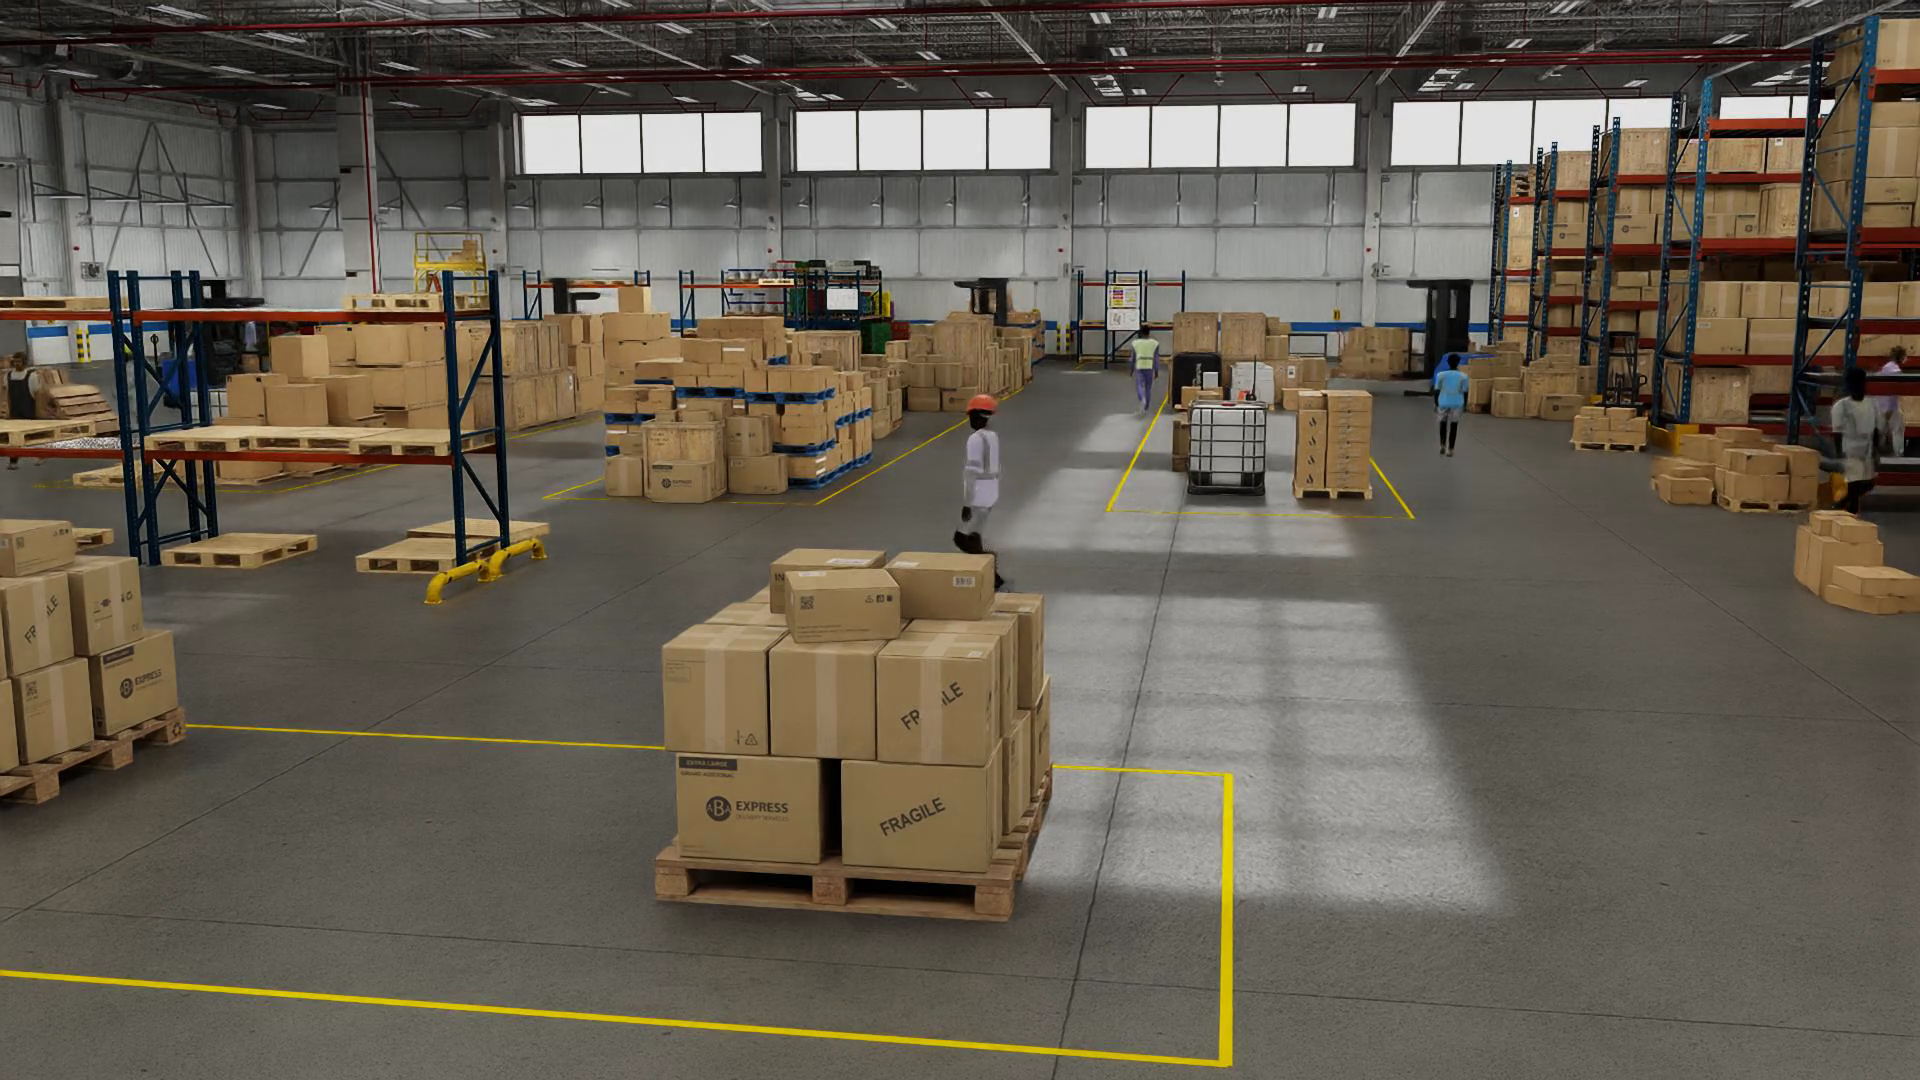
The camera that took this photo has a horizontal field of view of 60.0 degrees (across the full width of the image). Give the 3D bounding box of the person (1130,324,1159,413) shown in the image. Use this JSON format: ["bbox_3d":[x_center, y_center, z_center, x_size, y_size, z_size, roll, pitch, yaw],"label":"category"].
[{"bbox_3d":[3.930,-3.627,35.294,0.615,1.897,0.520,0,9,1],"label":"person"}]

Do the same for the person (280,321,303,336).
[{"bbox_3d":[-14.944,-3.980,37.412,0.666,1.912,0.748,-2,9,-11],"label":"person"}]

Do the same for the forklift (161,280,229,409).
[{"bbox_3d":[-16.371,-4.284,36.334,1.873,2.768,1.129,1,9,9],"label":"forklift"}]

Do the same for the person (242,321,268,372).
[{"bbox_3d":[-21.091,-5.889,49.321,1.017,1.881,0.560,-6,11,-32],"label":"person"}]

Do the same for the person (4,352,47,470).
[{"bbox_3d":[-14.402,-1.996,25.601,0.511,1.795,0.978,-1,9,-5],"label":"person"}]

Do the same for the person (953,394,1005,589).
[{"bbox_3d":[0.156,-0.374,15.191,0.472,1.914,0.605,3,10,20],"label":"person"}]

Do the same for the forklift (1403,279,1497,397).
[{"bbox_3d":[11.615,-4.741,39.153,1.129,2.768,1.873,-7,11,-35],"label":"forklift"}]

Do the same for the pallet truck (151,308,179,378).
[{"bbox_3d":[-21.869,-5.598,47.154,0.823,1.965,1.885,4,10,26],"label":"pallet truck"}]

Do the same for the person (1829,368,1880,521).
[{"bbox_3d":[10.252,-1.021,19.129,0.646,1.928,0.579,-3,10,-18],"label":"person"}]

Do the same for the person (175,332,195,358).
[{"bbox_3d":[-17.863,-4.003,38.488,0.549,1.606,0.420,-5,10,-28],"label":"person"}]

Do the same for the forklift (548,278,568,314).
[{"bbox_3d":[-10.878,-5.731,45.263,1.873,2.768,1.129,-3,10,-18],"label":"forklift"}]

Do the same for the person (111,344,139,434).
[{"bbox_3d":[-14.947,-2.659,29.871,0.489,1.729,0.429,-1,9,-7],"label":"person"}]

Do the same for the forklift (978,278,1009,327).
[{"bbox_3d":[0.951,-6.029,47.097,1.873,2.768,1.129,-8,12,-41],"label":"forklift"}]

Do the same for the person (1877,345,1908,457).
[{"bbox_3d":[14.200,-2.027,25.501,0.907,1.918,0.642,3,10,20],"label":"person"}]

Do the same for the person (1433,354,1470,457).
[{"bbox_3d":[8.072,-2.220,27.301,0.556,1.667,0.753,3,10,19],"label":"person"}]

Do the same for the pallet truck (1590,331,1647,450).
[{"bbox_3d":[11.253,-2.573,28.499,0.823,1.965,1.885,5,10,27],"label":"pallet truck"}]
